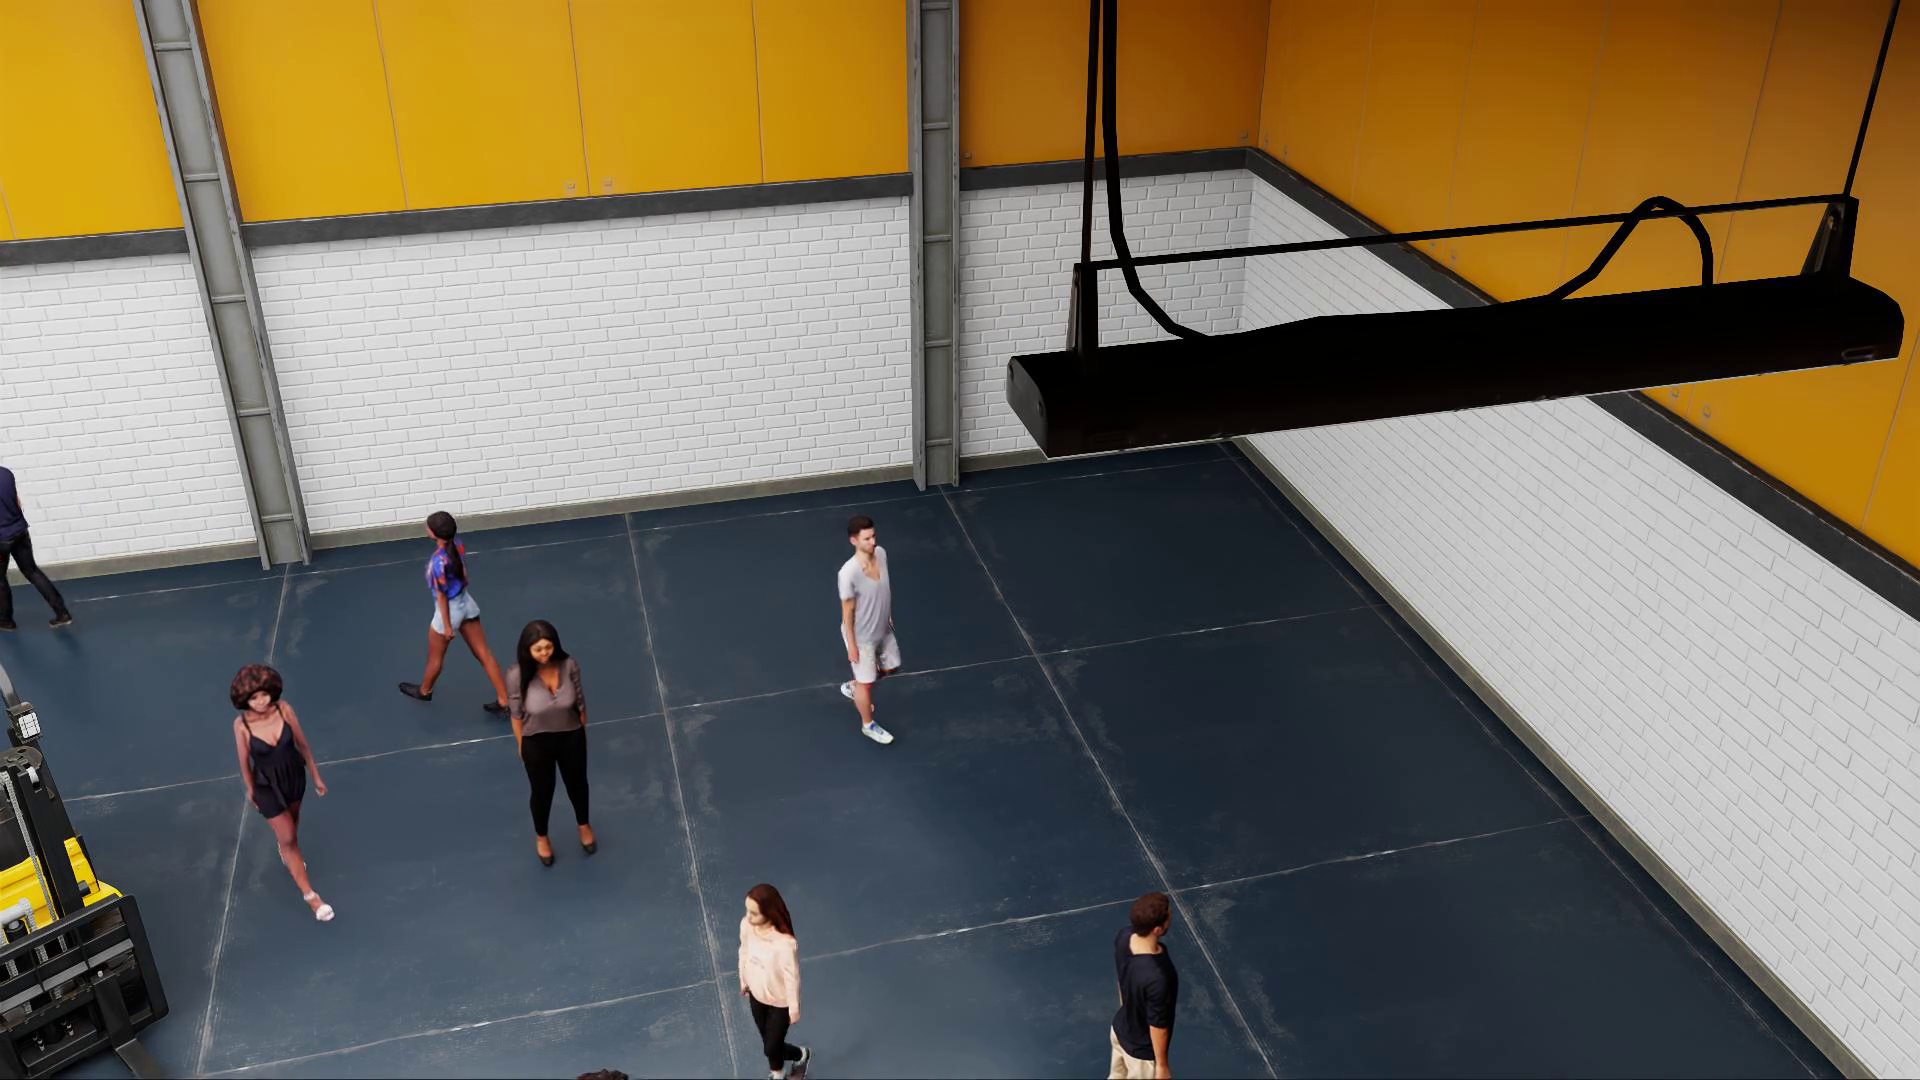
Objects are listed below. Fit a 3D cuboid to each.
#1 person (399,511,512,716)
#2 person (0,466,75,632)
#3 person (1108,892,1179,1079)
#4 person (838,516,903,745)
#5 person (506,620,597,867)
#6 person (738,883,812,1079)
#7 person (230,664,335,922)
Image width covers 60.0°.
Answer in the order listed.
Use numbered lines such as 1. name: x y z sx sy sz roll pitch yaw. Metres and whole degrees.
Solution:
1. person: -3.670 0.592 12.381 1.232 1.693 1.009 8 30 14
2. person: -7.634 -0.019 13.425 1.124 1.766 1.006 11 30 19
3. person: 0.923 2.572 8.586 0.567 1.852 0.645 -10 30 -17
4. person: -0.744 0.621 12.169 0.981 1.846 0.925 19 34 31
5. person: -2.676 1.313 10.905 0.602 1.841 0.748 -14 32 -24
6. person: -0.988 2.467 9.169 0.703 1.478 0.748 22 36 35
7. person: -4.360 1.533 10.604 0.991 1.743 1.079 24 37 37
